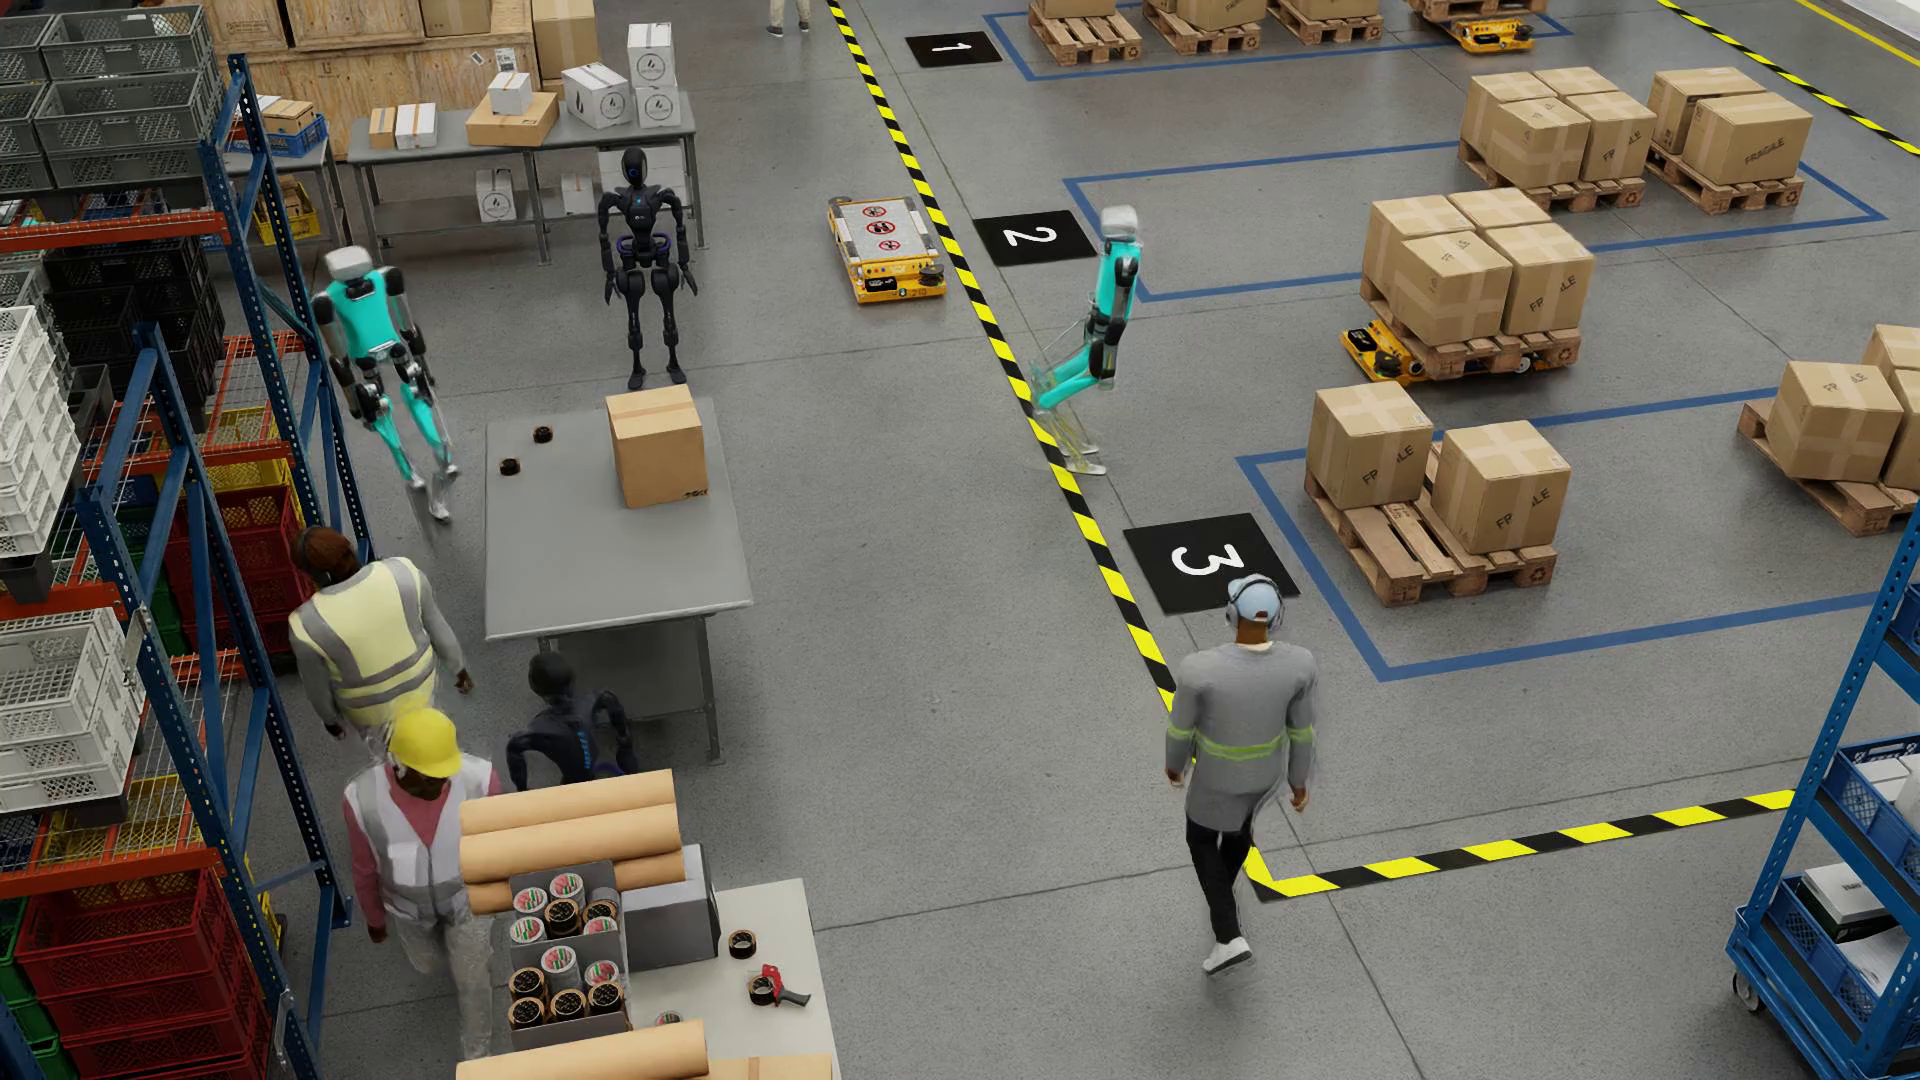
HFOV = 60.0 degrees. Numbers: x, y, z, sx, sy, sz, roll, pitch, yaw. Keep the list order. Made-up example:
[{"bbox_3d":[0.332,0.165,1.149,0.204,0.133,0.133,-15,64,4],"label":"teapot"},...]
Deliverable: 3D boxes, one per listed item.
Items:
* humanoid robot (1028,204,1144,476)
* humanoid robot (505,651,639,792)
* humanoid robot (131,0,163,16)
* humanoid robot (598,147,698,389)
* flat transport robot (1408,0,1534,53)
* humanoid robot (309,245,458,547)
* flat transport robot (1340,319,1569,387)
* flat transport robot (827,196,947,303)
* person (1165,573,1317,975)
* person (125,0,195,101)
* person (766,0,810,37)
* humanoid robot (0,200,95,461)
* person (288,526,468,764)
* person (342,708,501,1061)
[{"bbox_3d":[0.669,-1.157,9.766,0.735,1.677,0.533,-1,37,-2],"label":"humanoid robot"},{"bbox_3d":[-1.570,1.109,6.902,0.587,1.638,0.627,-30,46,-34],"label":"humanoid robot"},{"bbox_3d":[-6.245,-3.440,13.006,0.513,1.636,0.591,0,37,0],"label":"humanoid robot"},{"bbox_3d":[-2.006,-1.745,10.706,0.599,1.657,0.315,-7,37,-9],"label":"humanoid robot"},{"bbox_3d":[5.069,-5.207,16.528,0.652,0.197,1.431,-8,37,-10],"label":"flat transport robot"},{"bbox_3d":[-3.104,-0.707,9.339,0.540,1.870,0.725,-29,45,-33],"label":"humanoid robot"},{"bbox_3d":[3.402,-1.357,11.355,1.431,0.197,0.652,-8,37,-10],"label":"flat transport robot"},{"bbox_3d":[-0.570,-2.220,12.538,0.659,0.231,1.431,-8,37,-10],"label":"flat transport robot"},{"bbox_3d":[1.175,0.987,6.933,0.603,1.817,0.755,-8,37,-11],"label":"person"},{"bbox_3d":[-6.019,-3.425,12.751,0.601,1.948,0.382,27,45,32],"label":"person"},{"bbox_3d":[-1.701,-5.763,16.041,0.574,1.767,0.395,-17,40,-21],"label":"person"},{"bbox_3d":[-5.496,-1.136,9.770,0.530,1.694,0.757,6,37,8],"label":"humanoid robot"},{"bbox_3d":[-2.561,0.654,7.388,0.686,1.805,0.493,-28,45,-32],"label":"person"},{"bbox_3d":[-2.023,1.337,6.483,0.598,1.782,0.804,-8,37,-10],"label":"person"}]
